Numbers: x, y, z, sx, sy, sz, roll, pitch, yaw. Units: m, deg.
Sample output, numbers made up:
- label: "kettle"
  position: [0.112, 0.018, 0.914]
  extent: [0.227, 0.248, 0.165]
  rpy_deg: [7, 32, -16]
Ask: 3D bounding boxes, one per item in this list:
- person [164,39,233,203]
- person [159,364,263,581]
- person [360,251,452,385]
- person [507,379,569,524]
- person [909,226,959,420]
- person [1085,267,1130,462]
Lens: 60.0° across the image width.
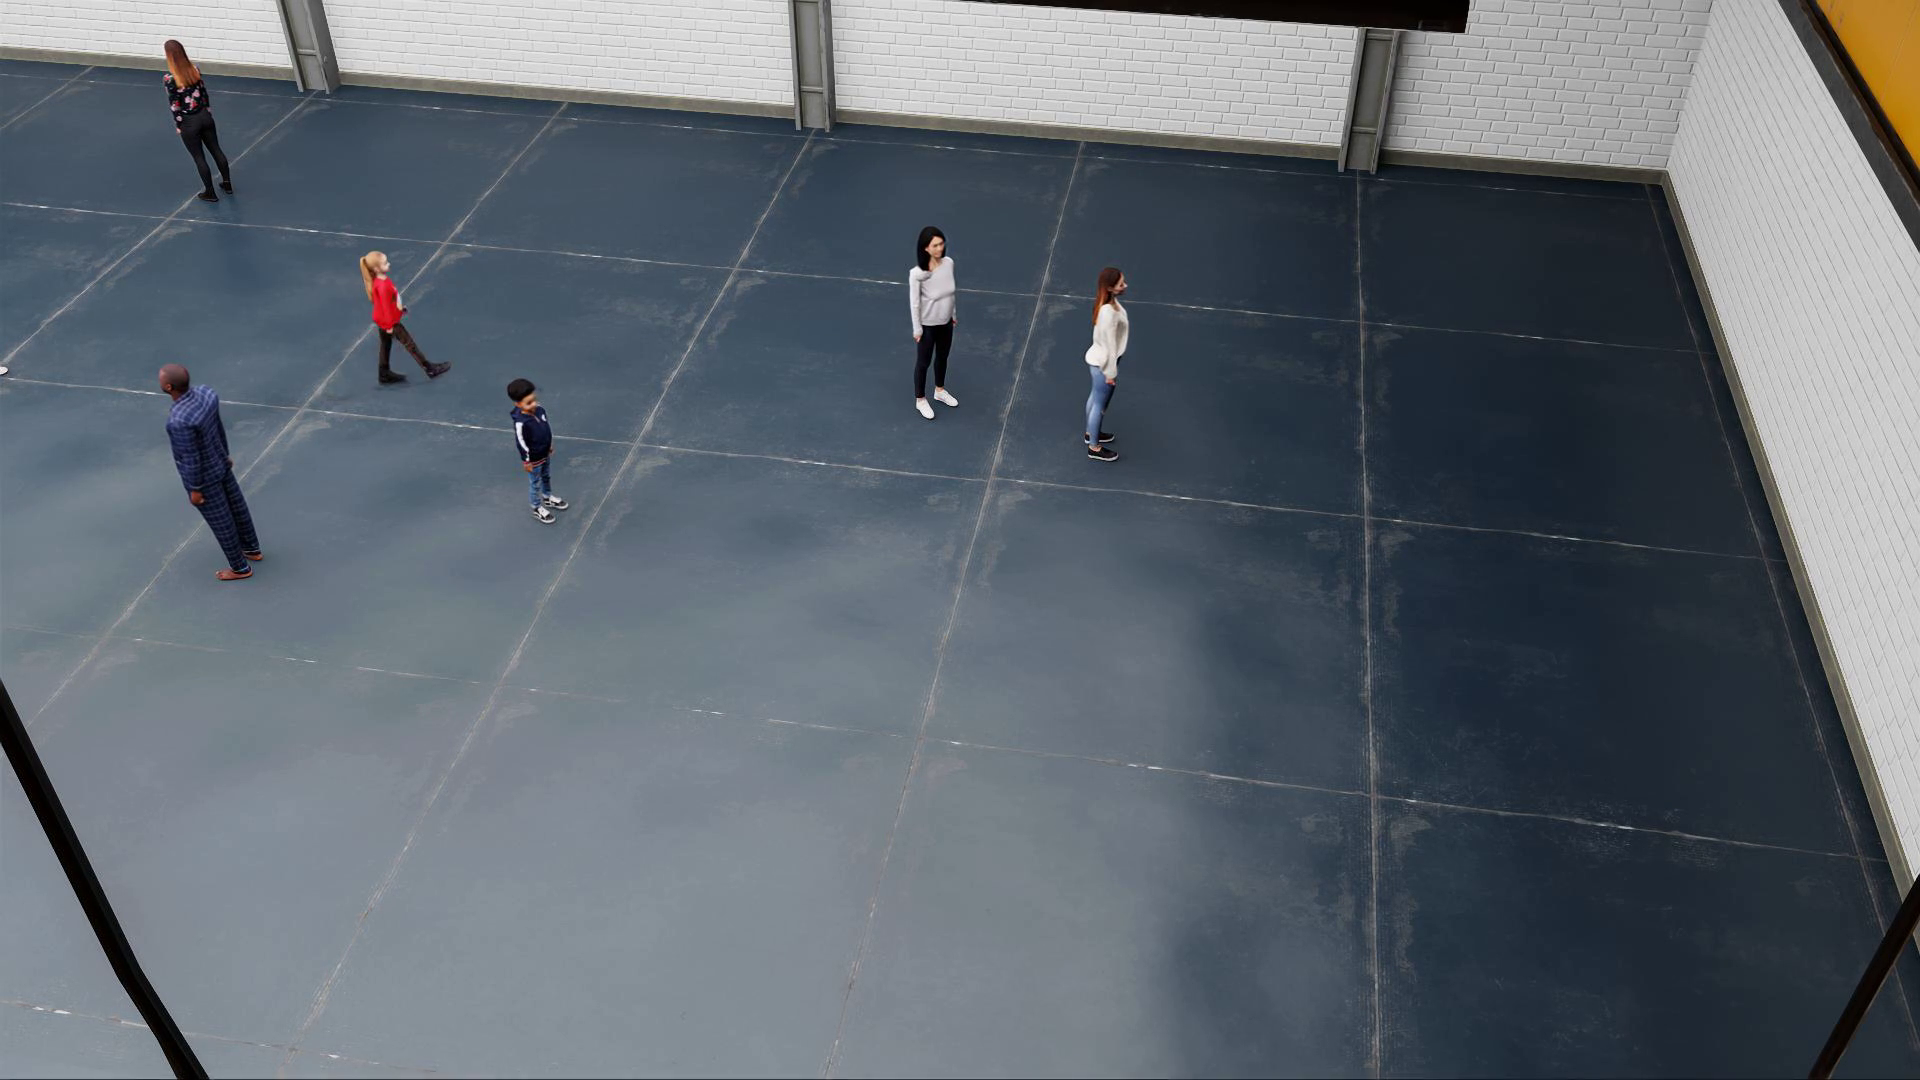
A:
- label: "person"
  position: [-7.764, -4.268, 16.891]
  extent: [0.620, 1.684, 0.635]
  rpy_deg: [21, 43, 24]
- label: "person"
  position: [-5.455, -0.507, 12.068]
  extent: [0.584, 1.824, 0.662]
  rpy_deg: [6, 39, 7]
- label: "person"
  position: [-4.946, -1.875, 14.236]
  extent: [0.902, 1.257, 0.776]
  rpy_deg: [-17, 42, -20]
- label: "person"
  position: [-3.269, -0.706, 12.801]
  extent: [0.546, 1.222, 0.555]
  rpy_deg: [14, 41, 17]
- label: "person"
  position: [-0.222, -1.830, 13.824]
  extent: [0.712, 1.701, 0.747]
  rpy_deg: [-31, 48, -32]
- label: "person"
  position: [1.161, -1.429, 13.329]
  extent: [0.593, 1.692, 0.656]
  rpy_deg: [1, 39, 1]
